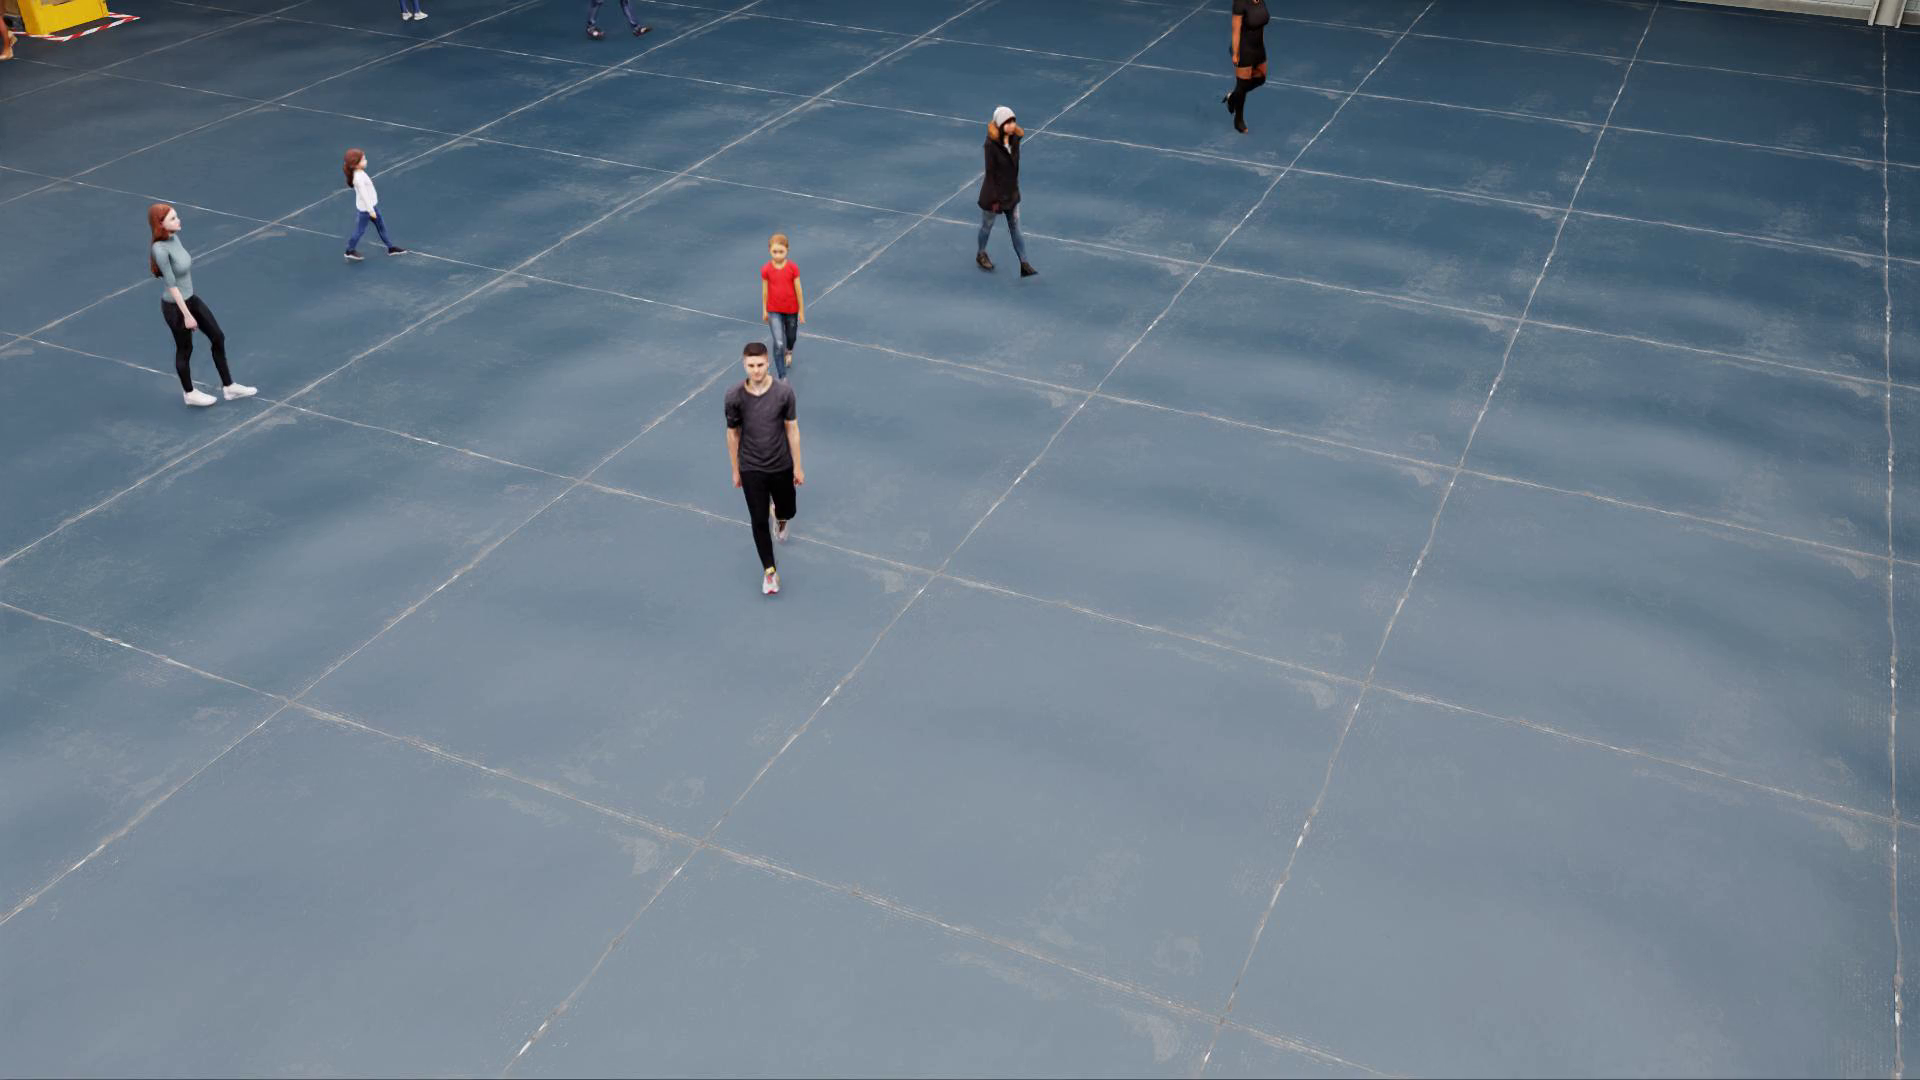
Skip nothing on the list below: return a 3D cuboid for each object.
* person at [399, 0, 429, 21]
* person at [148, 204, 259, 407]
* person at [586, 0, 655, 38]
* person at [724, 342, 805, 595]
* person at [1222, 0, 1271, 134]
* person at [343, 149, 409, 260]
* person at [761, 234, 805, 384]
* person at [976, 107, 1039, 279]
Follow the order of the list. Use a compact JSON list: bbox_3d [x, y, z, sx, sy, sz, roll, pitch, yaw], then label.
[{"bbox_3d":[-7.809,-8.175,23.215,0.503,1.742,0.667,8,33,12],"label":"person"},{"bbox_3d":[-6.230,-1.828,13.171,0.929,1.725,0.821,-1,32,-2],"label":"person"},{"bbox_3d":[-4.816,-7.610,22.251,1.246,1.816,0.843,7,33,11],"label":"person"},{"bbox_3d":[-1.282,-0.538,11.103,1.055,1.749,1.026,-3,32,-5],"label":"person"},{"bbox_3d":[3.235,-5.612,19.061,0.820,1.840,0.898,-23,39,-32],"label":"person"},{"bbox_3d":[-5.757,-3.198,15.943,0.852,1.084,0.727,-6,33,-10],"label":"person"},{"bbox_3d":[-1.459,-1.919,13.724,0.890,1.287,0.849,-4,33,-7],"label":"person"},{"bbox_3d":[0.321,-3.247,15.544,0.946,1.592,1.134,-22,38,-30],"label":"person"}]
